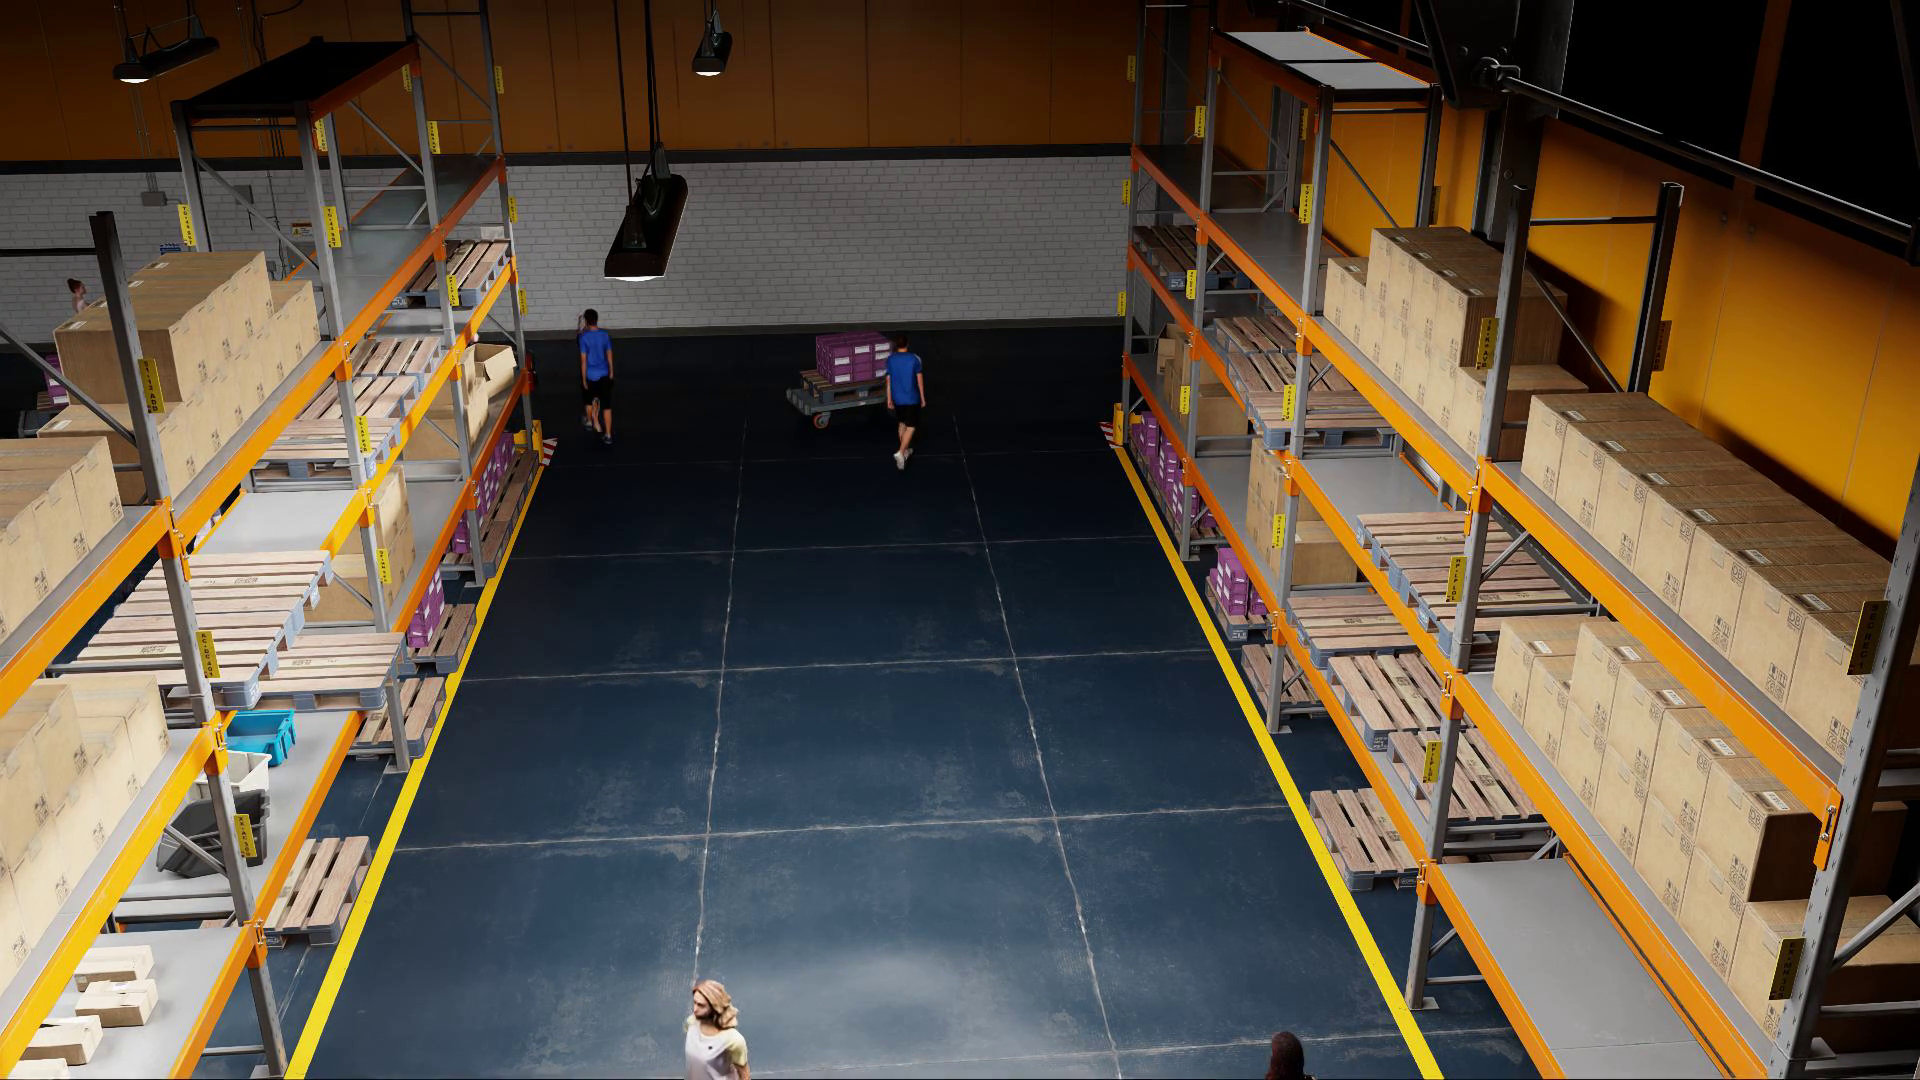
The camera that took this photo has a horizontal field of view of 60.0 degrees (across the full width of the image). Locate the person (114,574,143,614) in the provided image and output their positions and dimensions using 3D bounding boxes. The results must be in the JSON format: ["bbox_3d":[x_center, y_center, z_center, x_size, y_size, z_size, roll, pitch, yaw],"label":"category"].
[{"bbox_3d":[-7.716,1.080,15.624,0.629,1.535,0.992,0,24,0],"label":"person"}]

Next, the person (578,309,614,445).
[{"bbox_3d":[-4.936,-2.200,22.761,0.924,1.829,1.210,-12,26,-25],"label":"person"}]

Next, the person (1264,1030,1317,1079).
[{"bbox_3d":[1.872,3.616,9.642,0.645,1.679,0.652,-7,25,-16],"label":"person"}]

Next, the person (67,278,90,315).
[{"bbox_3d":[-12.941,-3.002,24.641,0.694,1.791,0.611,-21,31,-40],"label":"person"}]

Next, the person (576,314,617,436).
[{"bbox_3d":[-5.162,-2.292,23.085,0.776,1.738,0.670,4,24,8],"label":"person"}]

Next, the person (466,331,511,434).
[{"bbox_3d":[-6.762,-2.122,22.896,0.832,1.576,1.069,-8,25,-17],"label":"person"}]

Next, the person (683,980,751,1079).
[{"bbox_3d":[-1.426,3.359,10.189,0.763,1.711,0.824,19,30,37],"label":"person"}]

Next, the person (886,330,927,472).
[{"bbox_3d":[-0.736,-1.826,21.889,0.958,1.841,1.220,8,25,17],"label":"person"}]
